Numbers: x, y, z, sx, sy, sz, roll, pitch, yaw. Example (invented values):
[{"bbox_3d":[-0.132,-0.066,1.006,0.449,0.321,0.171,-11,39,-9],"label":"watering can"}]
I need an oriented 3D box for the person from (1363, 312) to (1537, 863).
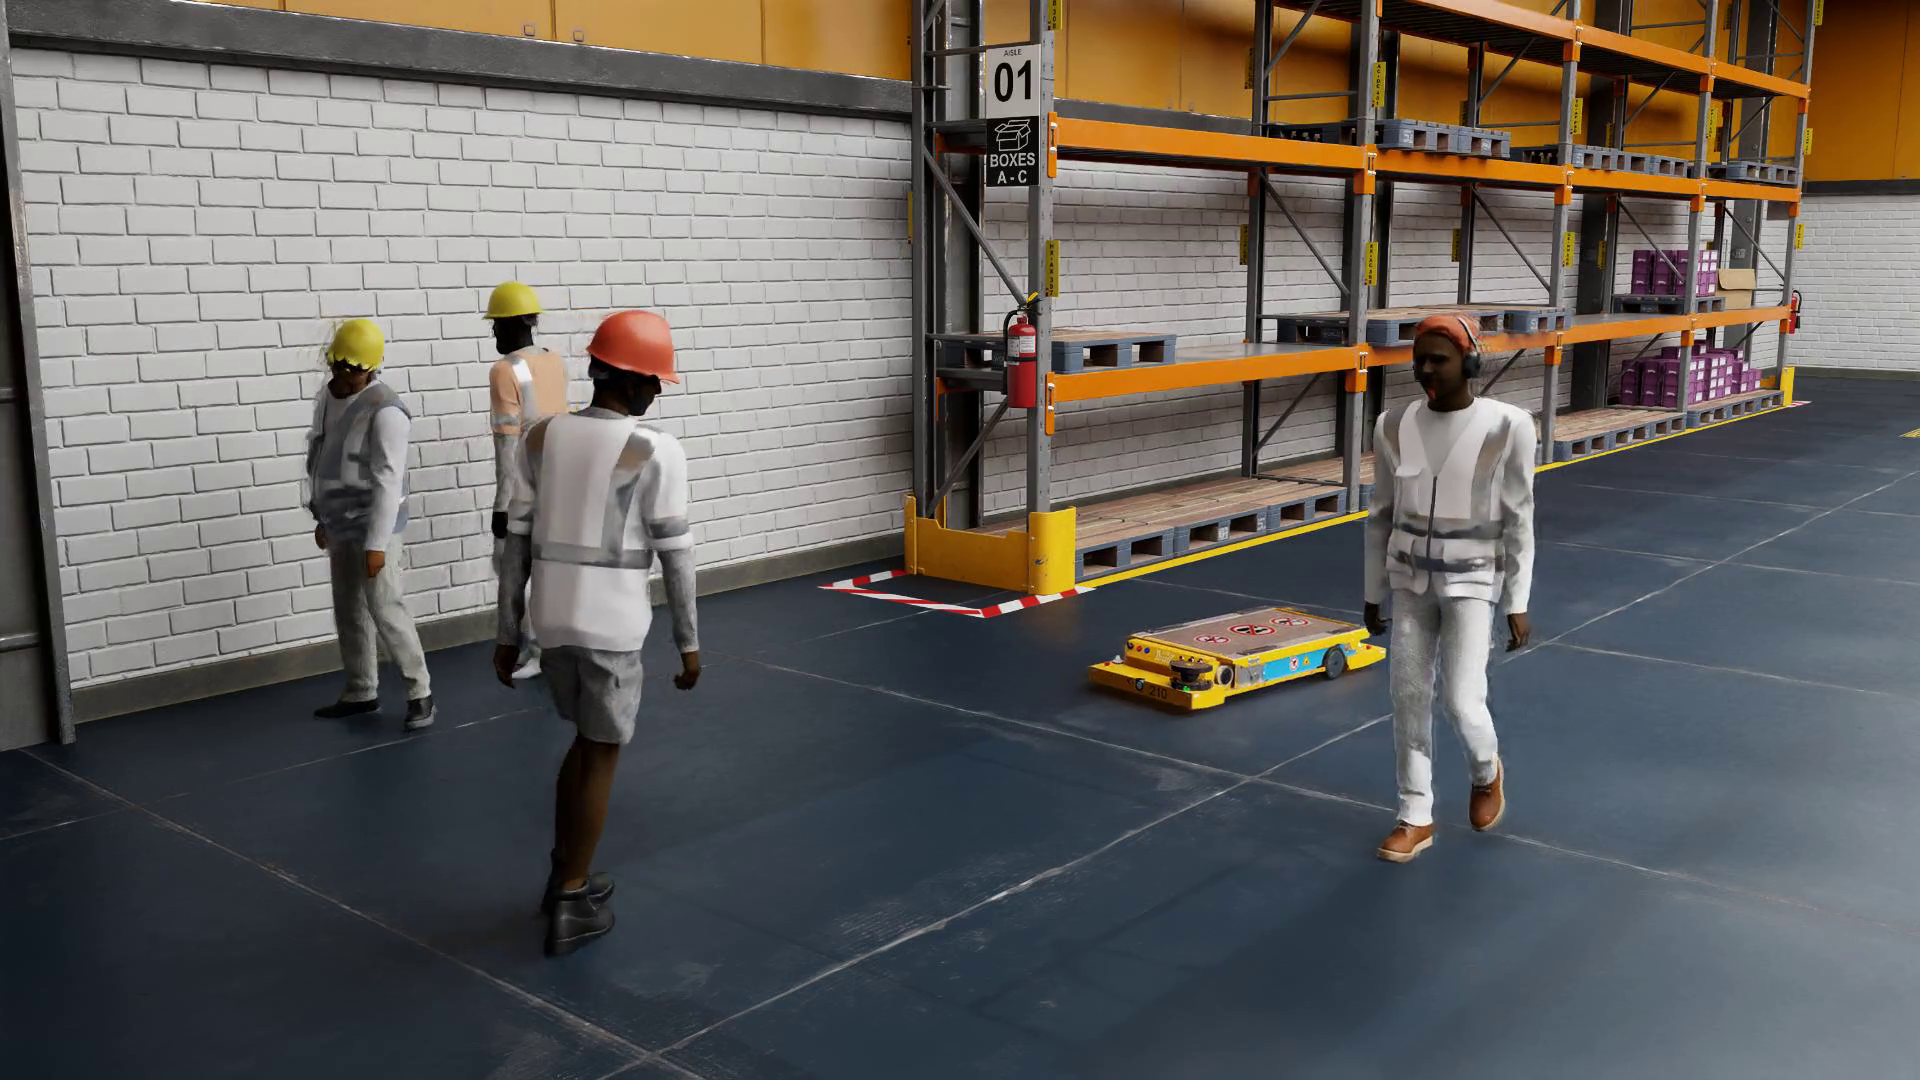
[{"bbox_3d":[1.658,0.162,5.650,0.596,1.866,0.495,8,13,40],"label":"person"}]

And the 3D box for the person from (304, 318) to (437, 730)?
[{"bbox_3d":[-2.568,-0.056,7.175,0.652,1.792,0.440,9,13,42],"label":"person"}]

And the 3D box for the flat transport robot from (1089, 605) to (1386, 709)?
[{"bbox_3d":[1.363,0.541,8.037,1.431,0.197,0.652,-8,13,-39],"label":"flat transport robot"}]

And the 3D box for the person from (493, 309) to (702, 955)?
[{"bbox_3d":[-1.083,0.266,4.978,0.558,1.888,0.620,4,11,24],"label":"person"}]

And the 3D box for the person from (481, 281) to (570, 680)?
[{"bbox_3d":[-2.102,-0.284,8.060,0.392,1.927,0.632,3,10,17],"label":"person"}]
